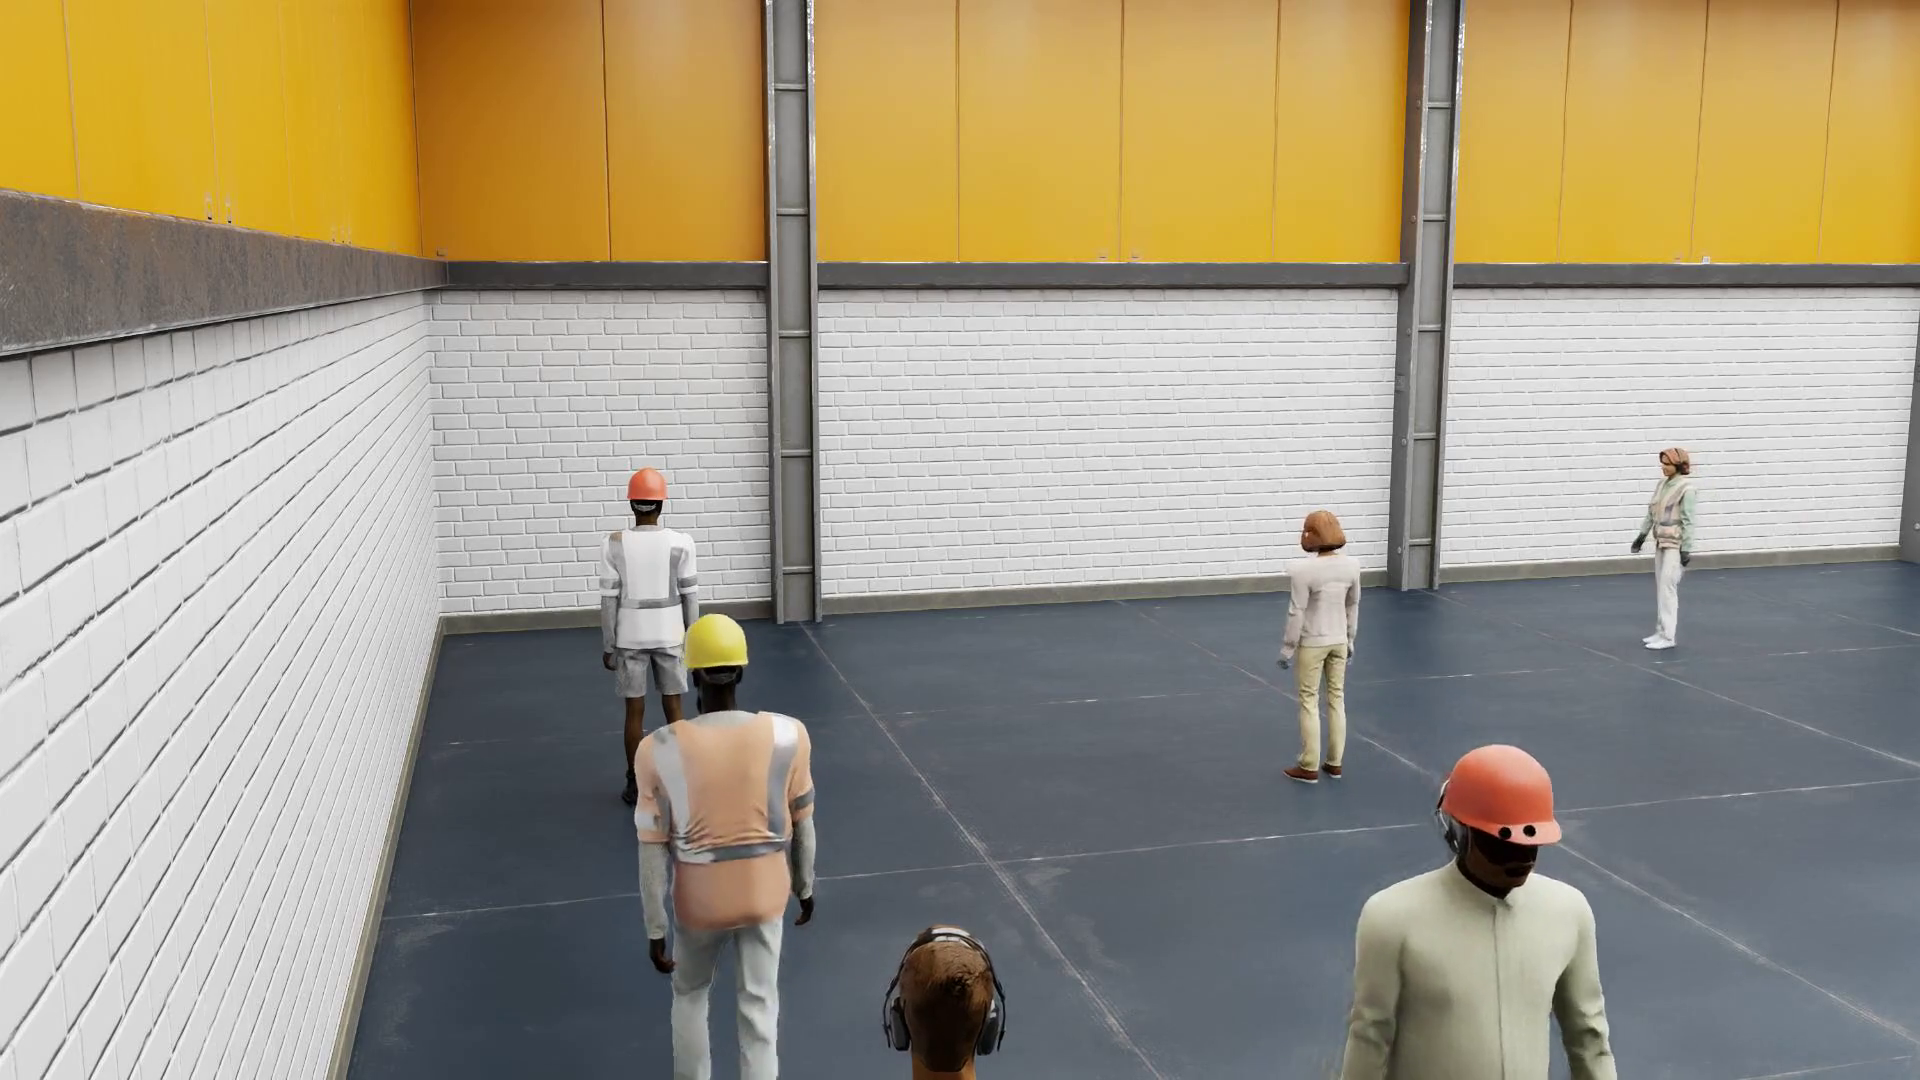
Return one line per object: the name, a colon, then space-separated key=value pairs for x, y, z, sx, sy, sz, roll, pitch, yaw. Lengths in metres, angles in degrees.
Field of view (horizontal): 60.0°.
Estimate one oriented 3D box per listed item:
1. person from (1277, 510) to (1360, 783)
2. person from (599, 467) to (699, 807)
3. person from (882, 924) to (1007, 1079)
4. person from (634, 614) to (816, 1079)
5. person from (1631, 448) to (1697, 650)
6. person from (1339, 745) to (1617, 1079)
person: x=2.147 y=0.637 z=9.925 sx=0.538 sy=1.634 sz=0.285 roll=-5 pitch=10 yaw=-27
person: x=-1.768 y=0.553 z=9.493 sx=0.553 sy=1.935 sz=0.361 roll=-2 pitch=9 yaw=-12
person: x=-0.023 y=1.616 z=3.147 sx=0.506 sy=1.846 sz=0.345 roll=-1 pitch=9 yaw=-7
person: x=-0.782 y=1.192 z=5.614 sx=0.612 sy=1.906 sz=0.629 roll=-2 pitch=9 yaw=-12
person: x=5.737 y=0.063 z=13.503 sx=0.391 sy=1.633 sz=0.530 roll=0 pitch=9 yaw=-1
person: x=1.264 y=1.429 z=4.031 sx=0.640 sy=1.938 sz=1.052 roll=-2 pitch=9 yaw=-15
